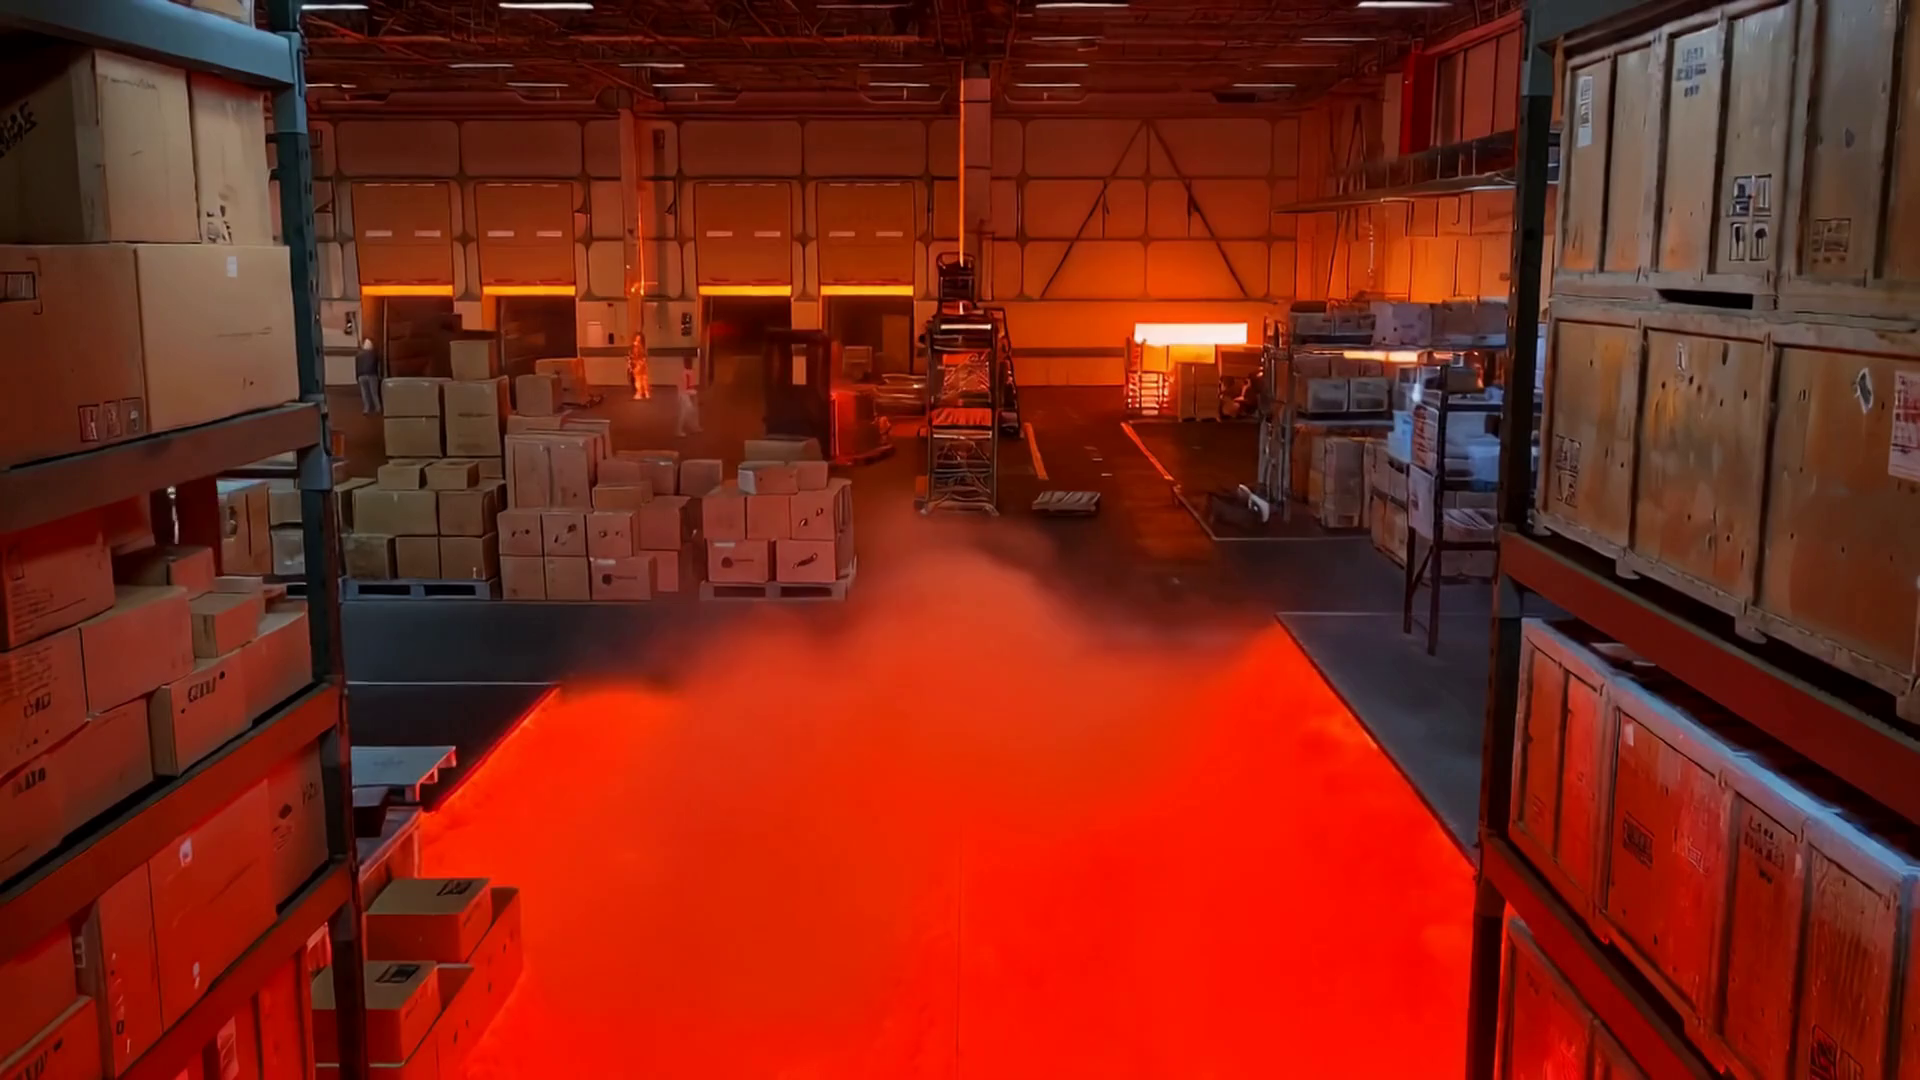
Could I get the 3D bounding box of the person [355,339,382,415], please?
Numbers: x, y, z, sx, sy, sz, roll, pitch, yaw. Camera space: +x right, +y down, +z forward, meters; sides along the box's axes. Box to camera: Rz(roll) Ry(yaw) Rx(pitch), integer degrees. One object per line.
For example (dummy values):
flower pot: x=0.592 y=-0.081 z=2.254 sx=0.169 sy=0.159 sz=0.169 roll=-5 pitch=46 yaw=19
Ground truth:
person: x=-15.070 y=-4.162 z=42.430 sx=0.635 sy=1.937 sz=0.352 roll=-3 pitch=10 yaw=-16

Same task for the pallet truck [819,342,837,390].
pallet truck: x=-3.021 y=-4.312 z=43.126 sx=1.885 sy=1.965 sz=0.823 roll=3 pitch=10 yaw=17

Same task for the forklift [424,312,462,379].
forklift: x=-11.151 y=-3.527 z=36.050 sx=1.129 sy=2.768 sz=1.873 roll=8 pitch=12 yaw=37

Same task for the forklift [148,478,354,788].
forklift: x=-5.250 y=0.771 z=11.255 sx=1.873 sy=2.768 sz=1.129 roll=0 pitch=10 yaw=1

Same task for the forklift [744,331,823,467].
forklift: x=-2.803 y=-2.080 z=27.700 sx=1.129 sy=2.768 sz=1.873 roll=3 pitch=10 yaw=15

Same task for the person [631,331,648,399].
person: x=-9.100 y=-4.956 z=47.056 sx=0.543 sy=1.928 sz=0.392 roll=7 pitch=12 yaw=35

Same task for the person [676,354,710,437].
person: x=-5.999 y=-3.216 z=37.206 sx=0.855 sy=1.849 sz=0.574 roll=3 pitch=10 yaw=14
